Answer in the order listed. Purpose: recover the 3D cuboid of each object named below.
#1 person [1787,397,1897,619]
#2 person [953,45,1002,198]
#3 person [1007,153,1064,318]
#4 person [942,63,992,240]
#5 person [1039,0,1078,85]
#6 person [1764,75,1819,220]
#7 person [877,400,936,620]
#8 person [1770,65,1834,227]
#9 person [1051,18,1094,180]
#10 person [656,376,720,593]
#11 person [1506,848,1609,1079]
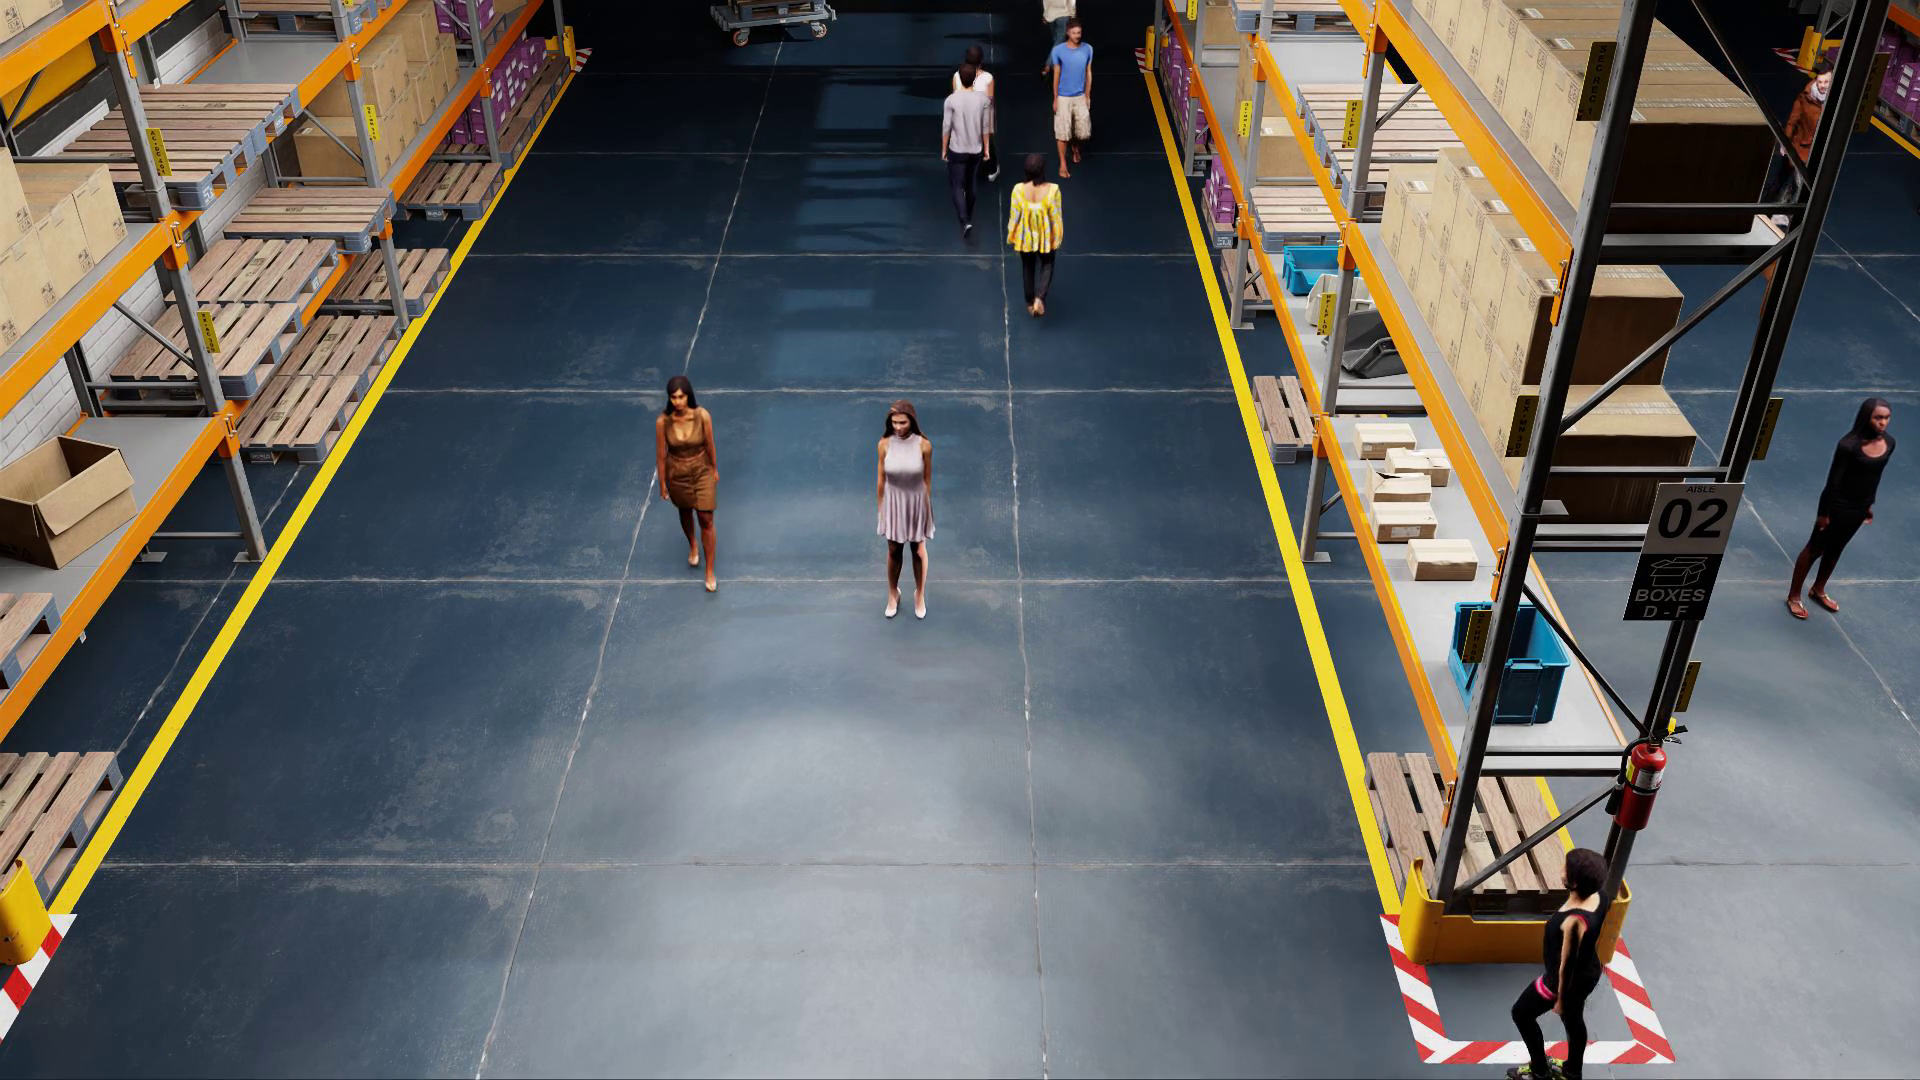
[{"bbox_3d":[6.302,-0.238,11.851,0.667,1.719,0.607,-9,35,-13],"label":"person"},{"bbox_3d":[0.133,-4.638,18.526,0.902,1.658,1.121,12,36,18],"label":"person"},{"bbox_3d":[0.721,-2.848,15.846,0.736,1.645,0.788,4,34,6],"label":"person"},{"bbox_3d":[0.067,-4.090,17.561,0.822,1.813,1.160,-7,34,-11],"label":"person"},{"bbox_3d":[1.259,-6.806,21.799,1.000,1.646,1.149,21,39,29],"label":"person"},{"bbox_3d":[8.924,-4.177,17.871,0.760,1.616,0.933,-5,34,-7],"label":"person"},{"bbox_3d":[-0.386,-0.211,11.765,0.579,1.769,0.594,3,34,4],"label":"person"},{"bbox_3d":[8.940,-4.154,17.668,0.893,1.801,1.027,-16,37,-23],"label":"person"},{"bbox_3d":[1.240,-5.103,19.060,0.703,1.841,0.843,-5,34,-7],"label":"person"},{"bbox_3d":[-2.003,-0.497,12.293,0.682,1.661,0.916,-6,34,-9],"label":"person"},{"bbox_3d":[3.093,2.205,8.346,0.759,1.531,0.698,24,41,32],"label":"person"}]
